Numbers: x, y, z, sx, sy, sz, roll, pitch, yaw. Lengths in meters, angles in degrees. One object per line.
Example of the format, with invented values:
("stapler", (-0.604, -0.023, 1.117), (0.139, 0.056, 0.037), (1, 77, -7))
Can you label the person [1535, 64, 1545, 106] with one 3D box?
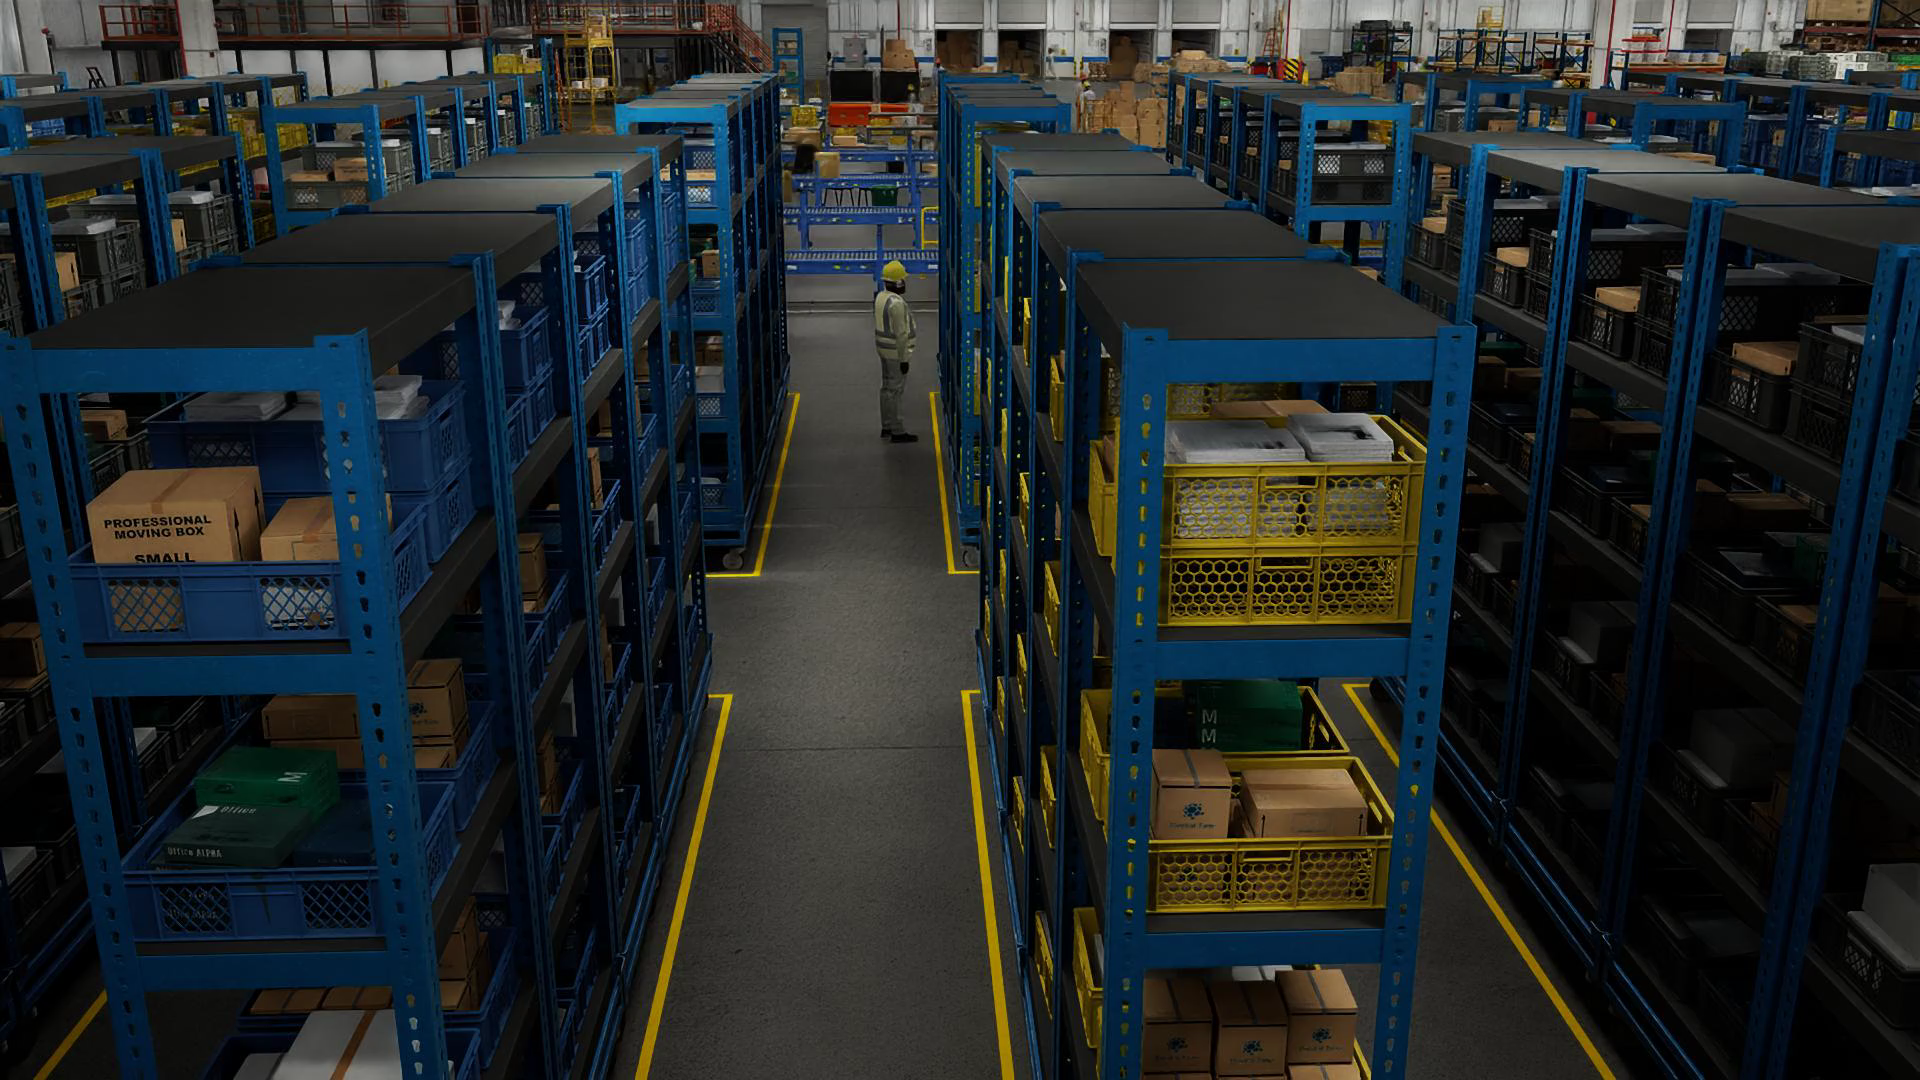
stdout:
("person", (24.103, -18.864, 69.281), (0.543, 1.860, 0.331), (-9, 20, -25))

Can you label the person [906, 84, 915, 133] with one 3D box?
("person", (-1.651, -14.358, 55.563), (0.562, 1.713, 0.527), (-8, 19, -22))

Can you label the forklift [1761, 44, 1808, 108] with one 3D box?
("forklift", (31.244, -17.279, 62.732), (1.129, 2.768, 1.873), (-1, 18, -2))

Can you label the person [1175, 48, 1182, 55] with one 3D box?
("person", (12.401, -26.935, 94.279), (0.429, 1.841, 0.633), (-8, 19, -23))

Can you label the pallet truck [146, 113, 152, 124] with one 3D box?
("pallet truck", (-18.087, -8.309, 36.390), (1.885, 1.965, 0.823), (-1, 18, -4))

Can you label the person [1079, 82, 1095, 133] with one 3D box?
("person", (4.148, -14.085, 54.543), (0.588, 1.823, 0.403), (-15, 23, -38))

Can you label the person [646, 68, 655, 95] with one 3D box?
("person", (-12.381, -17.983, 66.656), (0.524, 1.799, 0.951), (16, 24, 40))

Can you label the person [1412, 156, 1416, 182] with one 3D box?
("person", (11.068, -9.337, 39.776), (0.664, 1.862, 0.956), (1, 18, 4))

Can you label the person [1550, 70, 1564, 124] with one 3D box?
("person", (22.049, -16.466, 61.753), (0.600, 1.931, 0.882), (-1, 18, -3))

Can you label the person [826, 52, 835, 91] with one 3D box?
("person", (-6.572, -23.770, 84.376), (0.383, 1.914, 0.595), (-16, 24, -40))

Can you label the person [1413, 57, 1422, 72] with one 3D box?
("person", (21.564, -21.885, 78.663), (0.932, 1.831, 0.578), (-9, 20, -26))

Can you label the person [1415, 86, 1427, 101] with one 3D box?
("person", (15.658, -14.578, 56.389), (0.558, 1.623, 0.348), (11, 21, 29))

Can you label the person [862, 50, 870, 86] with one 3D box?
("person", (-5.013, -25.283, 89.092), (0.488, 1.900, 0.753), (8, 20, 24))

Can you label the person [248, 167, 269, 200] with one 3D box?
("person", (-13.615, -6.939, 32.519), (0.533, 1.768, 0.310), (-1, 18, -2))

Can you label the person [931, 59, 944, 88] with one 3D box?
("person", (-0.969, -20.668, 74.835), (0.546, 1.889, 1.022), (6, 19, 19))

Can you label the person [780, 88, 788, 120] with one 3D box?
("person", (-6.792, -16.903, 63.170), (0.359, 1.883, 0.577), (12, 22, 34))

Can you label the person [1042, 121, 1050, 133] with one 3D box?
("person", (2.193, -10.103, 41.926), (0.511, 2.005, 0.733), (11, 21, 31))

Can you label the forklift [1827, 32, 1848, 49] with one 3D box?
("forklift", (46.023, -25.321, 87.619), (1.129, 2.768, 1.873), (-1, 18, -2))

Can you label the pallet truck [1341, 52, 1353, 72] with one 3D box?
("pallet truck", (18.794, -23.123, 82.231), (0.823, 1.965, 1.885), (-13, 22, -35))

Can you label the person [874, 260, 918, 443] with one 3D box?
("person", (-0.645, -1.903, 16.821), (0.404, 1.836, 0.600), (-7, 19, -22))

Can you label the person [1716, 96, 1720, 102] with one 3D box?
("person", (21.721, -11.842, 47.710), (0.526, 1.760, 0.330), (-16, 24, -40))

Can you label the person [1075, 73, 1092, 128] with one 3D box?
("person", (4.340, -15.376, 58.305), (0.633, 1.969, 0.637), (0, 18, 1))

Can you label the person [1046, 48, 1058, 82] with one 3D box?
("person", (5.177, -26.879, 94.102), (0.624, 1.853, 0.513), (9, 20, 27))

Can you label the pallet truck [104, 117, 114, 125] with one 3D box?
("pallet truck", (-18.367, -7.885, 35.078), (1.885, 1.965, 0.823), (1, 18, 2))
